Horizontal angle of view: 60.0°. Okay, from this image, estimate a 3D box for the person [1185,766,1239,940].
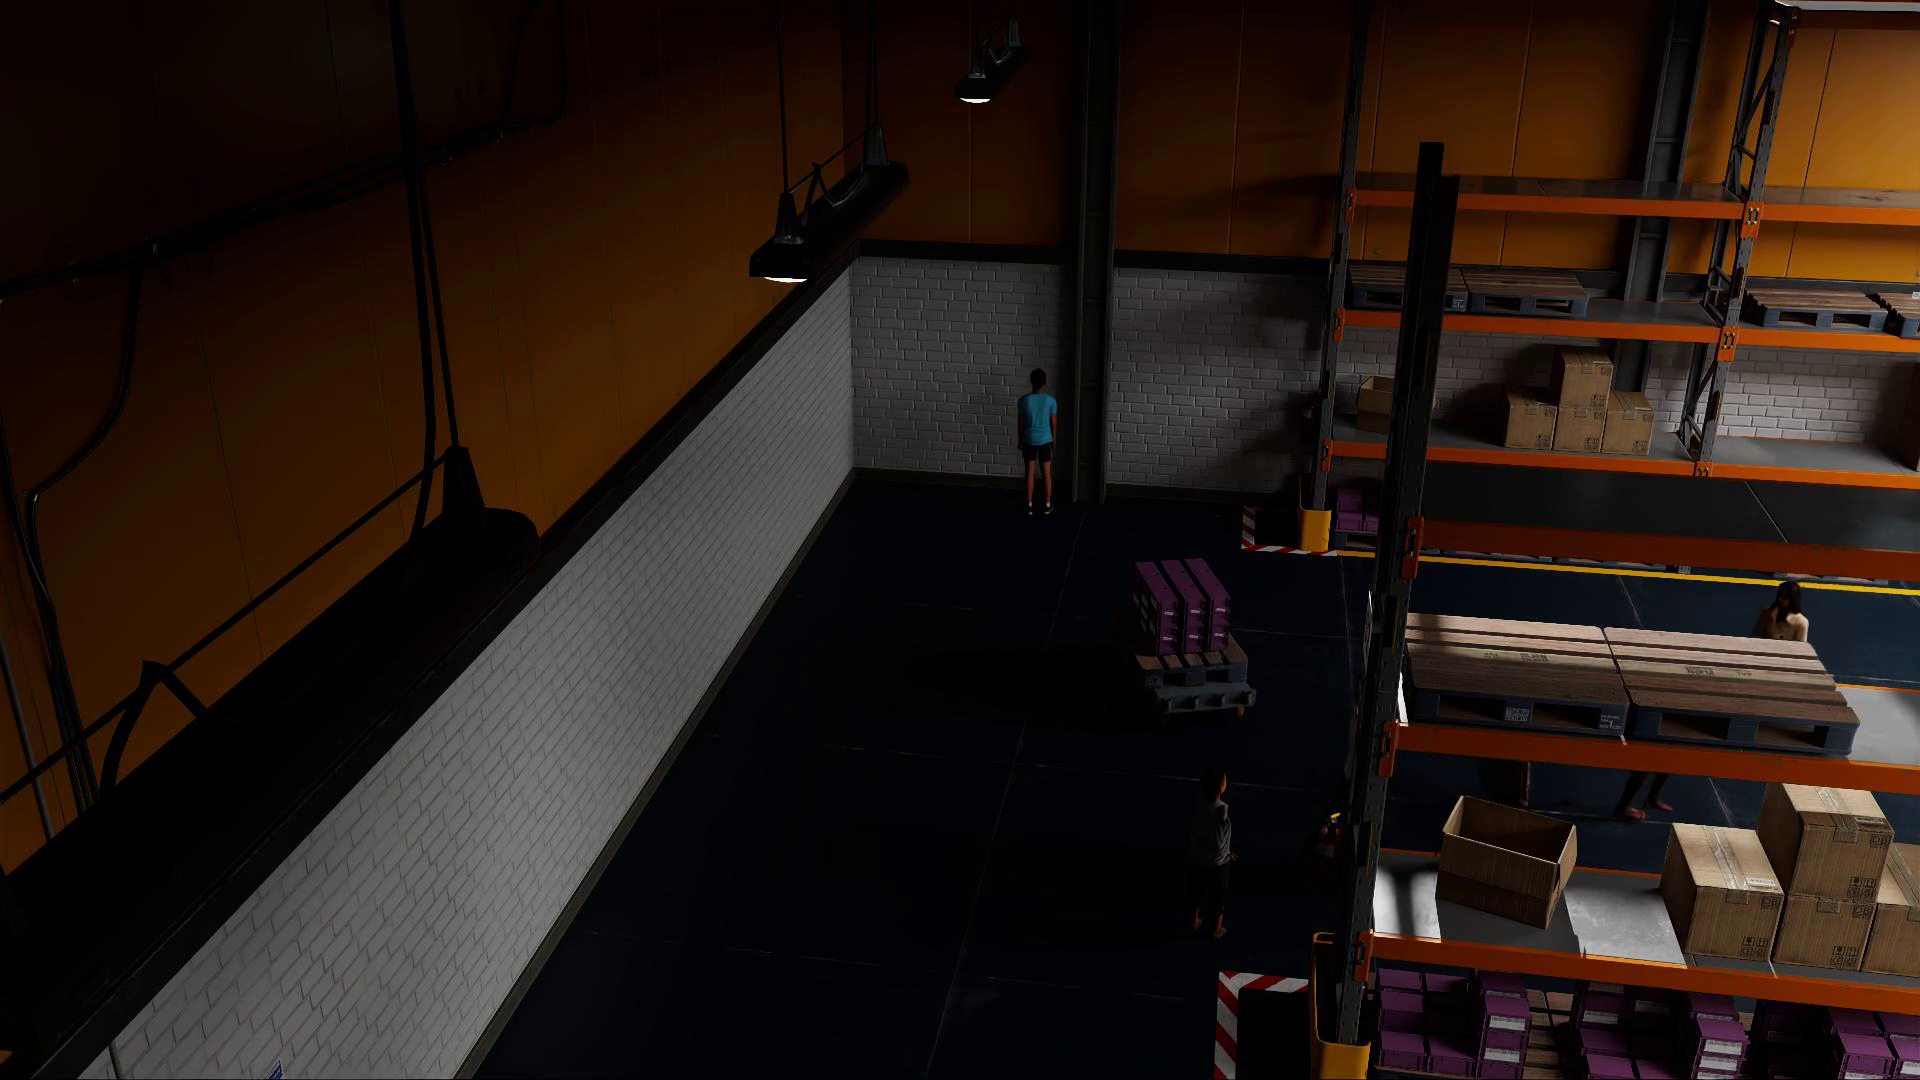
[{"bbox_3d":[1.843,2.252,12.234,0.590,1.456,0.701,18,29,36],"label":"person"}]

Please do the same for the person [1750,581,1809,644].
[{"bbox_3d":[7.176,1.117,14.563,0.827,1.671,0.785,-12,26,-26],"label":"person"}]

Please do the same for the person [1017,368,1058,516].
[{"bbox_3d":[0.916,-1.160,19.642,0.486,1.775,0.693,1,24,3],"label":"person"}]

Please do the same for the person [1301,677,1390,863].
[{"bbox_3d":[2.991,1.827,12.852,1.144,1.740,0.713,7,25,16],"label":"person"}]
